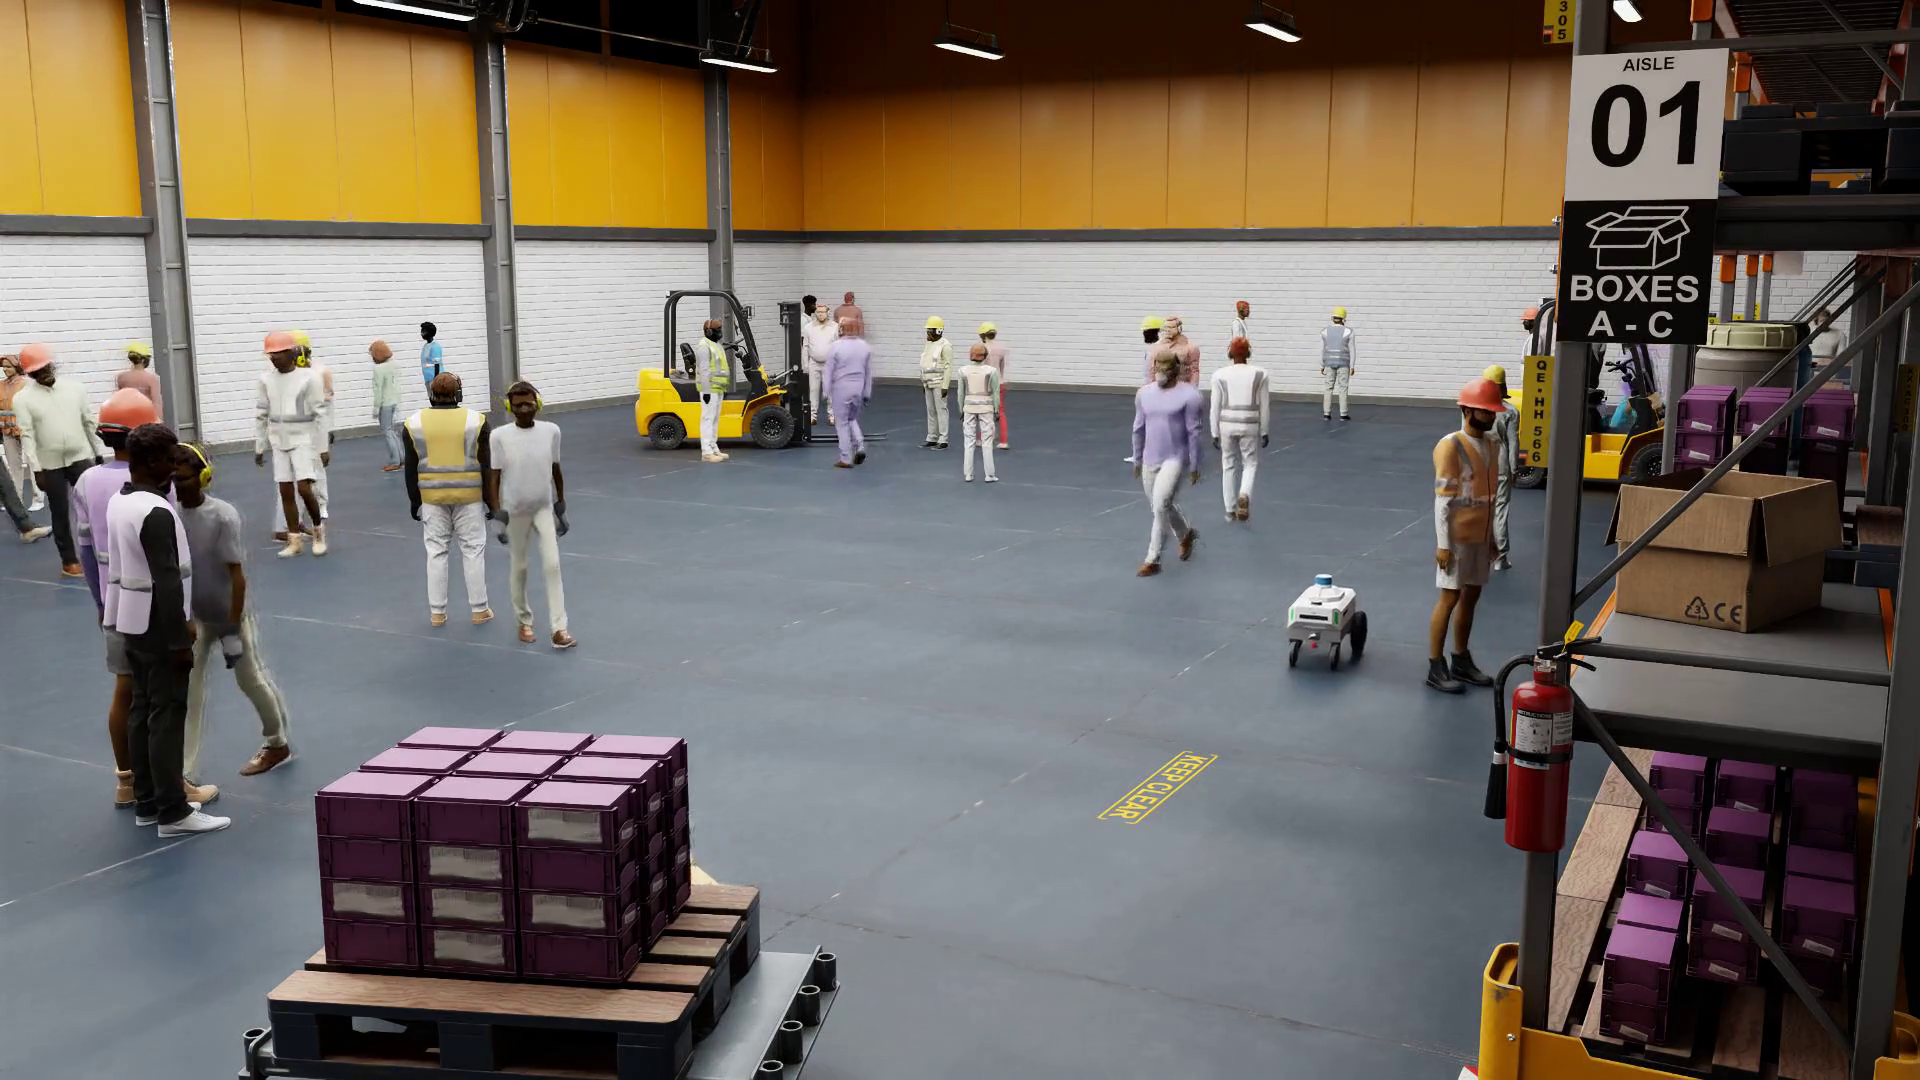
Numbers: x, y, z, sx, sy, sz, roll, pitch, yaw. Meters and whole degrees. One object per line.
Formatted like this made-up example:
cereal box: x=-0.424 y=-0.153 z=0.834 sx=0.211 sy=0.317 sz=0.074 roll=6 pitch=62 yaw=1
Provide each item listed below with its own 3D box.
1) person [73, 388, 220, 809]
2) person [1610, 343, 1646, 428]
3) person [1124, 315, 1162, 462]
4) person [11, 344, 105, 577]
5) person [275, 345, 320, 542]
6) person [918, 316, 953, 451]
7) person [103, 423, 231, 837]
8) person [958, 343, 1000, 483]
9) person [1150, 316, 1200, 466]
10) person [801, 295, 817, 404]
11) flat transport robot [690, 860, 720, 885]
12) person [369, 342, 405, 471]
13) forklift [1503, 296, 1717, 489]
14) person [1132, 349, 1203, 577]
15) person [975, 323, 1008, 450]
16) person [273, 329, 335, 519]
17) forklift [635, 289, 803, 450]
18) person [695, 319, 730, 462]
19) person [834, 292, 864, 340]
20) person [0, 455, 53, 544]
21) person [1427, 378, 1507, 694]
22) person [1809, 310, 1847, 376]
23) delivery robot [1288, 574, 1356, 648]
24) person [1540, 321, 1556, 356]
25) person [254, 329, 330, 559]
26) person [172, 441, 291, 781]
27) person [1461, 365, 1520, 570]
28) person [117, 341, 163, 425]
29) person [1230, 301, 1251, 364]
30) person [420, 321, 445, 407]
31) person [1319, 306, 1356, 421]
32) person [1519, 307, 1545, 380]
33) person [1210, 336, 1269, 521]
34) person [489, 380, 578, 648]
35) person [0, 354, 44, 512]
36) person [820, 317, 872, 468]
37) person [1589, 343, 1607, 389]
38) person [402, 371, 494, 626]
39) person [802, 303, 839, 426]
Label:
person: x=-3.915 y=0.298 z=7.986 sx=0.615 sy=2.047 sz=0.358 roll=4 pitch=11 yaw=23
person: x=8.221 y=-1.750 z=20.548 sx=0.903 sy=1.796 sz=0.584 roll=1 pitch=10 yaw=8
person: x=2.568 y=-1.929 z=21.316 sx=0.844 sy=1.899 sz=0.587 roll=-2 pitch=10 yaw=-11
person: x=-7.393 y=-0.636 z=13.706 sx=0.693 sy=1.947 sz=0.479 roll=-10 pitch=14 yaw=-44
person: x=-6.222 y=-0.899 z=15.519 sx=0.505 sy=1.835 sz=0.656 roll=-5 pitch=11 yaw=-25
person: x=-0.341 y=-2.138 z=22.708 sx=0.403 sy=1.833 sz=0.586 roll=-6 pitch=12 yaw=-33
person: x=-3.718 y=0.417 z=7.687 sx=0.392 sy=1.915 sz=0.590 roll=-10 pitch=14 yaw=-44
person: x=0.226 y=-1.480 z=19.498 sx=0.518 sy=1.640 sz=0.329 roll=3 pitch=10 yaw=16
person: x=2.660 y=-1.851 z=20.835 sx=0.652 sy=1.906 sz=0.402 roll=6 pitch=12 yaw=32
person: x=-2.694 y=-3.341 z=29.338 sx=0.402 sy=1.954 sz=0.609 roll=1 pitch=10 yaw=8
flat transport robot: x=-1.731 y=1.415 z=6.656 sx=1.431 sy=0.197 sz=0.652 roll=-6 pitch=11 yaw=-30
person: x=-7.074 y=-1.640 z=20.475 sx=0.300 sy=1.606 sz=0.588 roll=0 pitch=10 yaw=-2
forklift: x=7.296 y=-1.677 z=18.993 sx=2.313 sy=2.155 sz=1.214 roll=5 pitch=11 yaw=27
person: x=1.783 y=-0.677 z=14.070 sx=0.638 sy=1.907 sz=0.922 roll=8 pitch=12 yaw=38
person: x=0.389 y=-2.090 z=22.849 sx=0.573 sy=1.688 sz=0.716 roll=-8 pitch=12 yaw=-38
person: x=-6.609 y=-1.157 z=16.769 sx=0.589 sy=1.924 sz=0.384 roll=-2 pitch=10 yaw=-12
forklift: x=-3.358 y=-2.392 z=23.136 sx=2.313 sy=2.155 sz=1.214 roll=-1 pitch=10 yaw=-5
person: x=-3.193 y=-1.939 z=21.531 sx=0.430 sy=1.843 sz=0.625 roll=2 pitch=10 yaw=9
person: x=-2.212 y=-4.051 z=33.571 sx=0.644 sy=1.908 sz=0.408 roll=4 pitch=11 yaw=22
person: x=-8.919 y=-0.827 z=15.223 sx=0.989 sy=1.792 sz=0.531 roll=-1 pitch=10 yaw=-6
person: x=3.134 y=-0.029 z=10.202 sx=0.551 sy=1.932 sz=0.378 roll=-8 pitch=12 yaw=-37
person: x=12.326 y=-2.359 z=23.862 sx=0.637 sy=1.895 sz=1.011 roll=2 pitch=10 yaw=13
delivery robot: x=2.405 y=0.473 z=11.020 sx=0.477 sy=0.478 sz=0.707 roll=4 pitch=11 yaw=22
person: x=9.628 y=-2.824 z=26.690 sx=0.663 sy=1.825 sz=0.538 roll=8 pitch=13 yaw=38
person: x=-5.889 y=-0.839 z=14.628 sx=0.631 sy=2.026 sz=0.410 roll=2 pitch=10 yaw=10
person: x=-3.681 y=0.392 z=8.209 sx=0.517 sy=1.787 sz=1.047 roll=3 pitch=10 yaw=17
person: x=4.504 y=-0.615 z=14.153 sx=0.484 sy=1.744 sz=0.294 roll=4 pitch=11 yaw=24
person: x=-8.717 y=-1.254 z=17.855 sx=0.528 sy=1.739 sz=0.745 roll=1 pitch=10 yaw=6
person: x=4.749 y=-3.087 z=28.071 sx=0.381 sy=1.881 sz=0.593 roll=4 pitch=11 yaw=22
person: x=-7.721 y=-2.353 z=24.374 sx=0.321 sy=1.690 sz=0.536 roll=-7 pitch=12 yaw=-35
person: x=6.054 y=-2.819 z=26.650 sx=0.591 sy=1.833 sz=0.403 roll=5 pitch=11 yaw=28
person: x=7.902 y=-2.251 z=23.054 sx=0.361 sy=1.940 sz=0.543 roll=4 pitch=10 yaw=20
person: x=2.778 y=-1.088 z=16.536 sx=0.596 sy=1.865 sz=0.542 roll=2 pitch=10 yaw=10
person: x=-2.871 y=-0.157 z=11.253 sx=0.553 sy=1.825 sz=0.887 roll=-5 pitch=11 yaw=-27
person: x=-9.799 y=-1.112 z=17.321 sx=0.512 sy=1.642 sz=0.312 roll=2 pitch=10 yaw=9
person: x=-1.437 y=-1.843 z=20.849 sx=0.653 sy=1.892 sz=0.436 roll=-9 pitch=13 yaw=-42
person: x=8.528 y=-2.297 z=23.026 sx=0.682 sy=2.000 sz=0.537 roll=-1 pitch=10 yaw=-5
person: x=-3.664 y=-0.295 z=12.015 sx=0.633 sy=1.843 sz=0.429 roll=-2 pitch=10 yaw=-9
person: x=-2.135 y=-2.724 z=25.885 sx=0.639 sy=1.911 sz=0.402 roll=1 pitch=10 yaw=4
